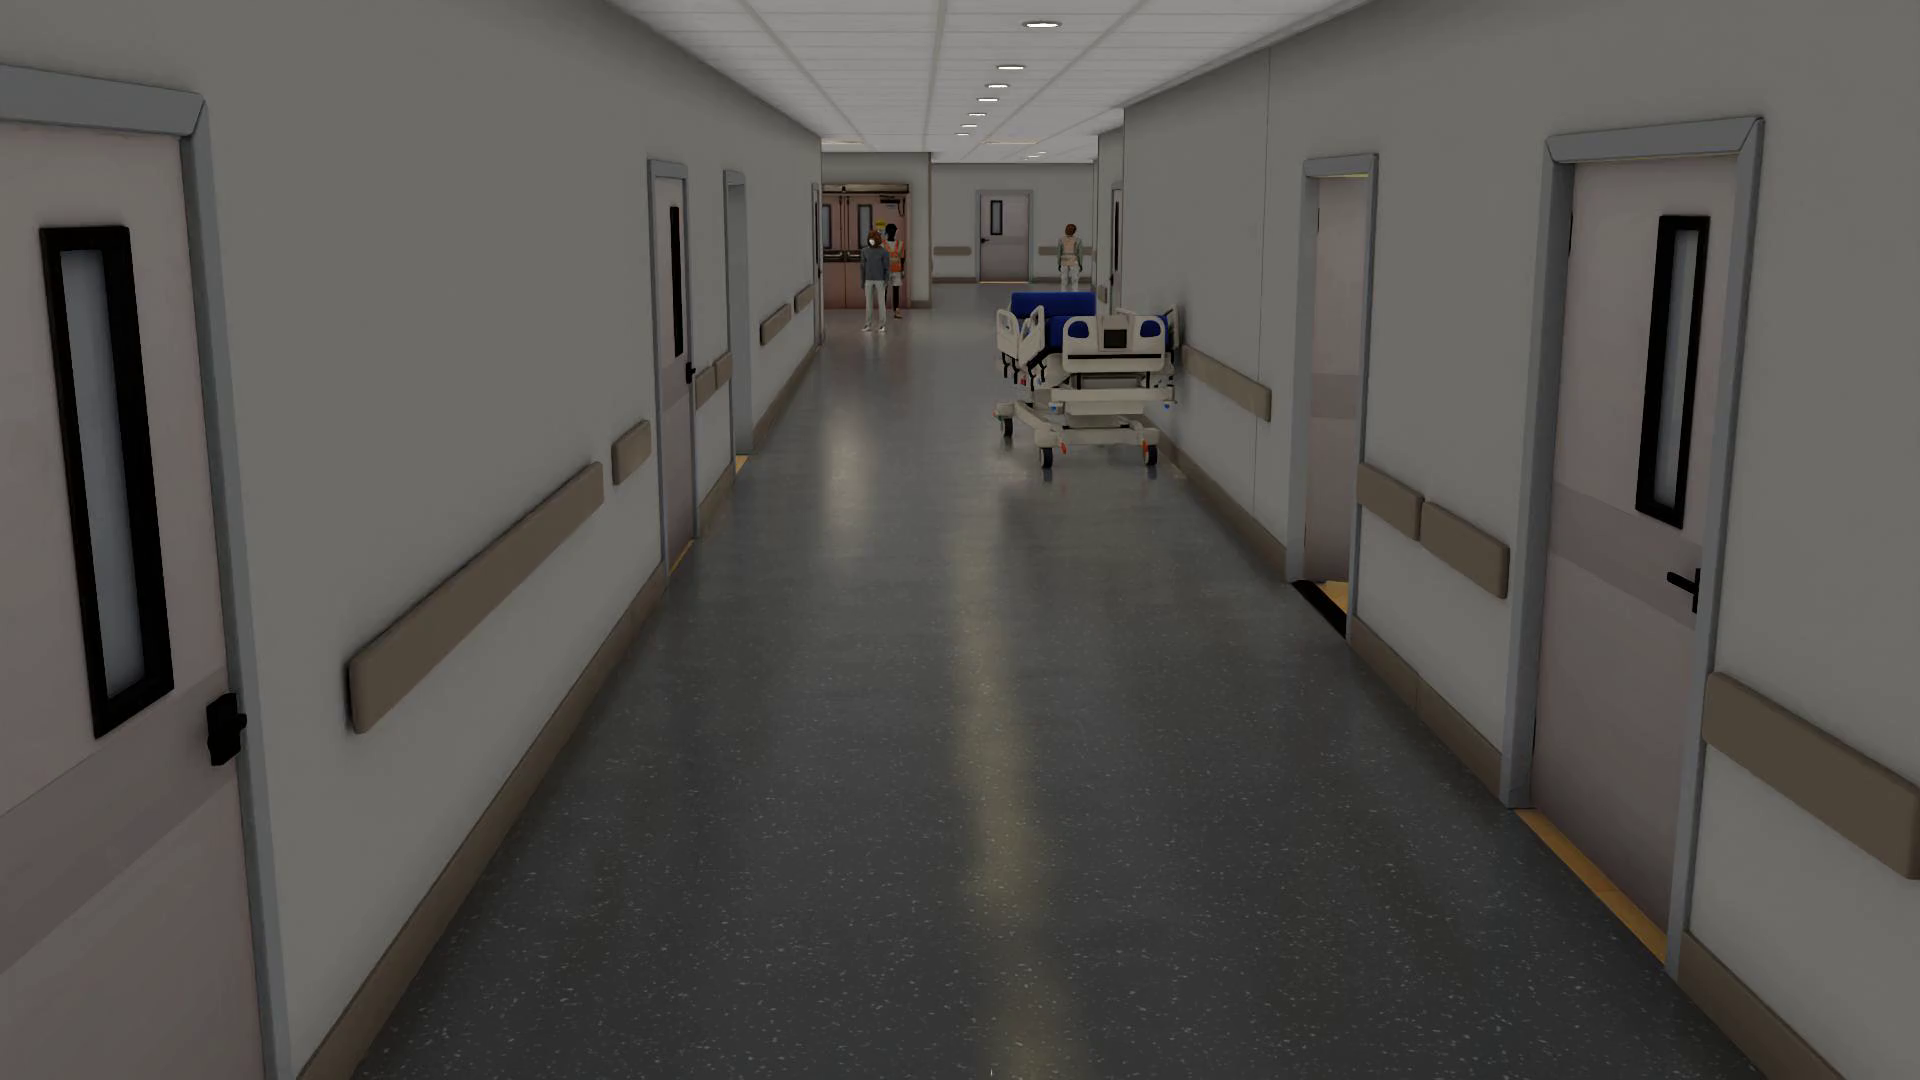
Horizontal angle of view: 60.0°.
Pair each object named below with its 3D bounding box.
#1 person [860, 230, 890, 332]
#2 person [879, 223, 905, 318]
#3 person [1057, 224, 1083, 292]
[{"bbox_3d":[-1.366,-4.164,26.782,0.501,1.633,0.283,4,12,18],"label":"person"},{"bbox_3d":[-1.240,-4.811,29.778,0.532,1.698,0.319,-4,12,-17],"label":"person"},{"bbox_3d":[2.178,-5.422,32.896,0.517,1.639,0.313,4,12,20],"label":"person"}]
